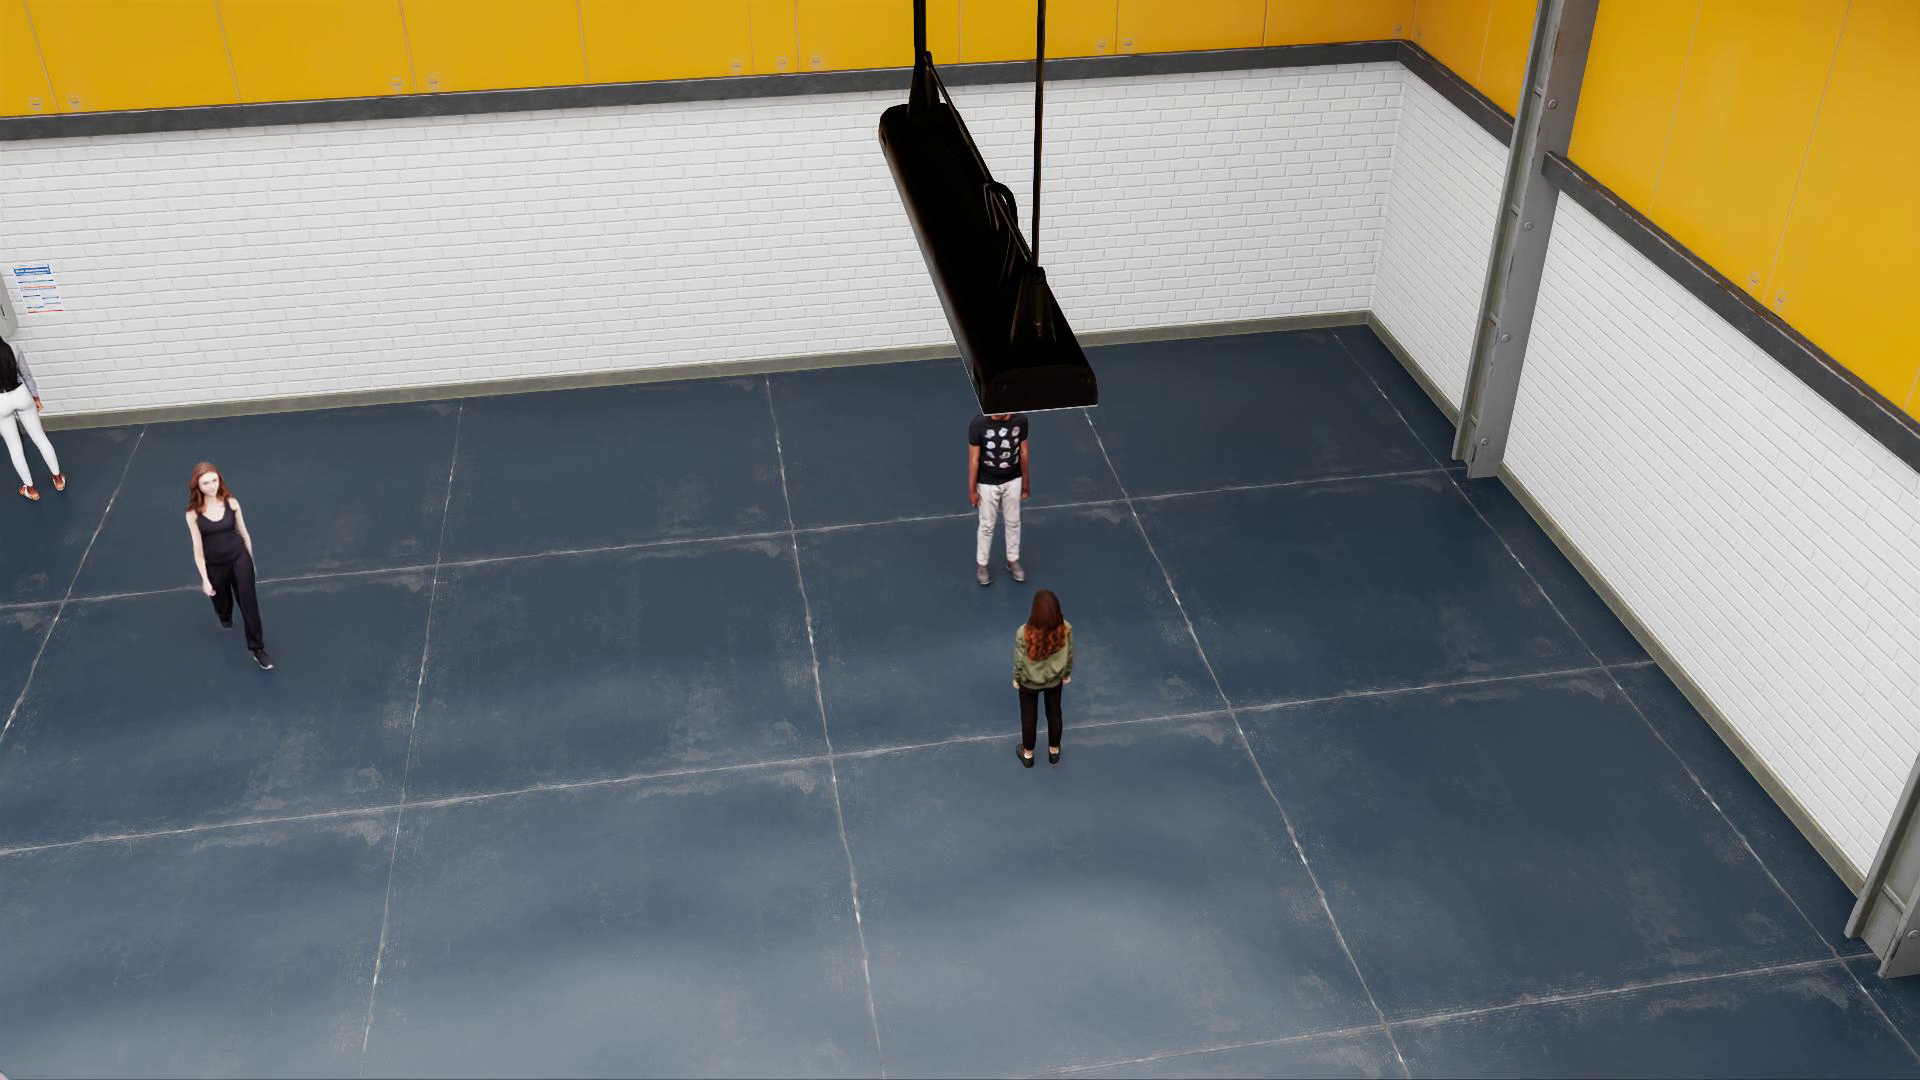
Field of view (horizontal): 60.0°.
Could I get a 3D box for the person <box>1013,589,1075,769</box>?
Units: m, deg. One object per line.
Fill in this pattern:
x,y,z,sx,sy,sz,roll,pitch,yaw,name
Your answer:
0.571,0.955,11.559,0.576,1.476,0.500,-6,34,-9,person

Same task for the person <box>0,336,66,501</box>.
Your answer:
-8.280,-1.168,14.532,0.669,1.722,0.684,-28,43,-35,person

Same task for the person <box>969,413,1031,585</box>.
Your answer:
0.316,-0.479,13.422,0.669,1.802,0.610,-8,34,-11,person

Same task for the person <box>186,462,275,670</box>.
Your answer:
-5.564,0.155,12.538,0.856,1.725,1.068,-23,40,-30,person
